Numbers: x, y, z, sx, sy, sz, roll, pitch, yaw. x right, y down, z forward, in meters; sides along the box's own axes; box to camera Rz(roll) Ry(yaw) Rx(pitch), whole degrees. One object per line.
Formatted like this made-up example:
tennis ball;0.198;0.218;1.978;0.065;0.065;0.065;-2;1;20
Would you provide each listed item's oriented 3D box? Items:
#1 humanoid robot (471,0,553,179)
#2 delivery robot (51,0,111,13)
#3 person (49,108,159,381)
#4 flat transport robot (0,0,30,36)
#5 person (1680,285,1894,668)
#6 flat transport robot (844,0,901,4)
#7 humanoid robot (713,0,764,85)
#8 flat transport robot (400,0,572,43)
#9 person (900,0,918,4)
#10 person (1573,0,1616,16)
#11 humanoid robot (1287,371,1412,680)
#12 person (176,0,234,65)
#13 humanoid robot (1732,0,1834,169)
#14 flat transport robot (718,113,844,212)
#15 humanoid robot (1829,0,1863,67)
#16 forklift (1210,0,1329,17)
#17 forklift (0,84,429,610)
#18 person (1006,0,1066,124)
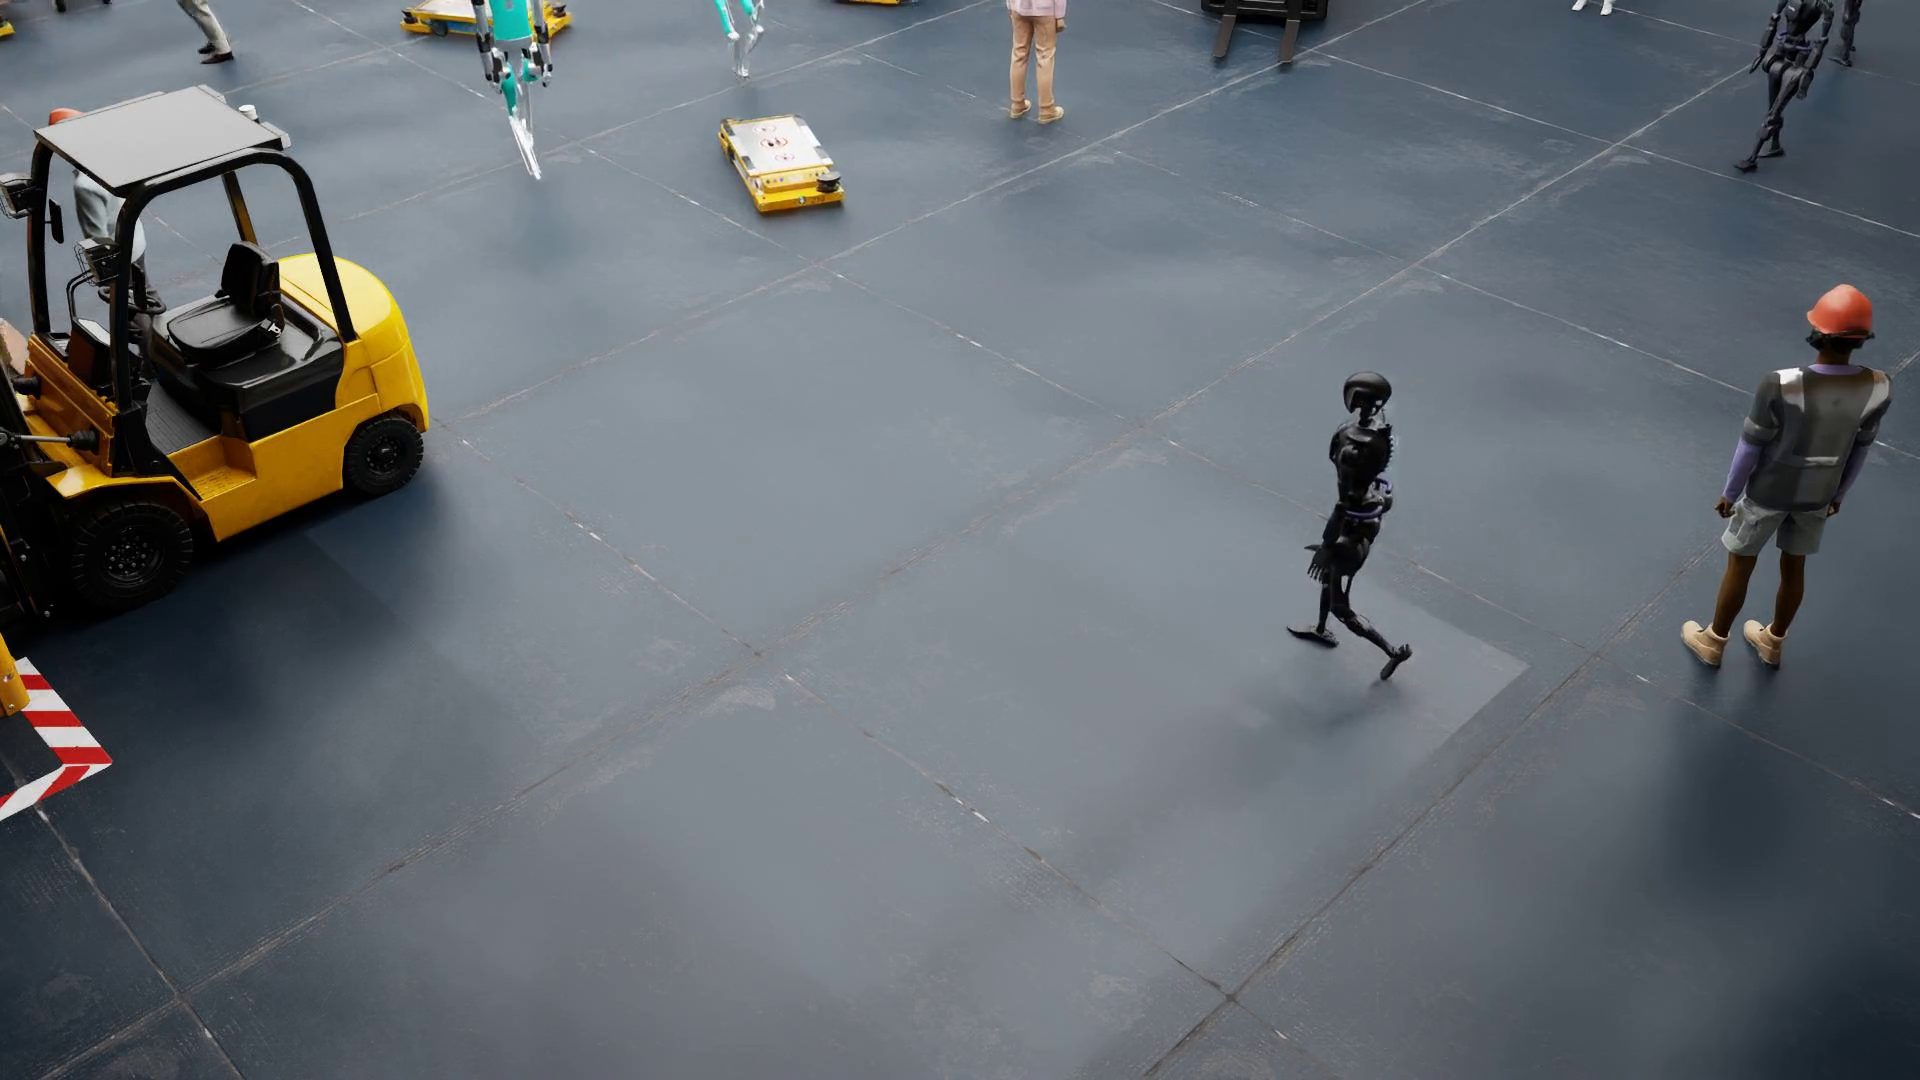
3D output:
humanoid robot;-3.448;-3.717;12.791;0.532;1.783;0.998;-14;39;-18
delivery robot;-8.609;-5.462;16.070;0.499;0.595;0.797;-25;43;-30
person;-5.186;-1.802;10.182;0.351;1.738;0.572;-4;37;-6
flat transport robot;-9.473;-4.967;15.646;0.659;0.231;1.431;-26;44;-30
person;3.916;-0.267;7.888;0.600;2.034;0.413;-1;37;-1
flat transport robot;-0.785;-5.673;16.591;0.659;0.231;1.431;6;37;8
humanoid robot;-1.938;-4.686;14.143;0.544;1.910;0.712;-17;40;-21
flat transport robot;-4.436;-4.894;15.547;1.431;0.231;0.659;9;38;12
person;-0.613;-6.091;15.795;0.420;1.914;0.760;4;37;6
person;6.095;-5.772;15.583;0.519;1.633;0.315;19;41;24
humanoid robot;1.960;-0.083;7.939;0.627;1.635;0.587;17;40;21
person;-6.669;-4.967;14.417;0.394;1.736;0.607;-16;39;-20
humanoid robot;6.316;-3.669;12.741;0.647;1.637;0.599;-12;38;-16
flat transport robot;-1.415;-2.967;12.968;0.659;0.231;1.431;-12;38;-15
humanoid robot;7.922;-5.013;14.538;0.586;1.645;0.426;-10;38;-13
forklift;3.106;-6.400;15.960;1.214;2.155;2.313;8;37;10
forklift;-4.145;-1.093;8.856;2.313;2.155;1.214;-31;47;-34
person;0.603;-4.256;13.428;0.535;1.781;0.400;20;41;24
